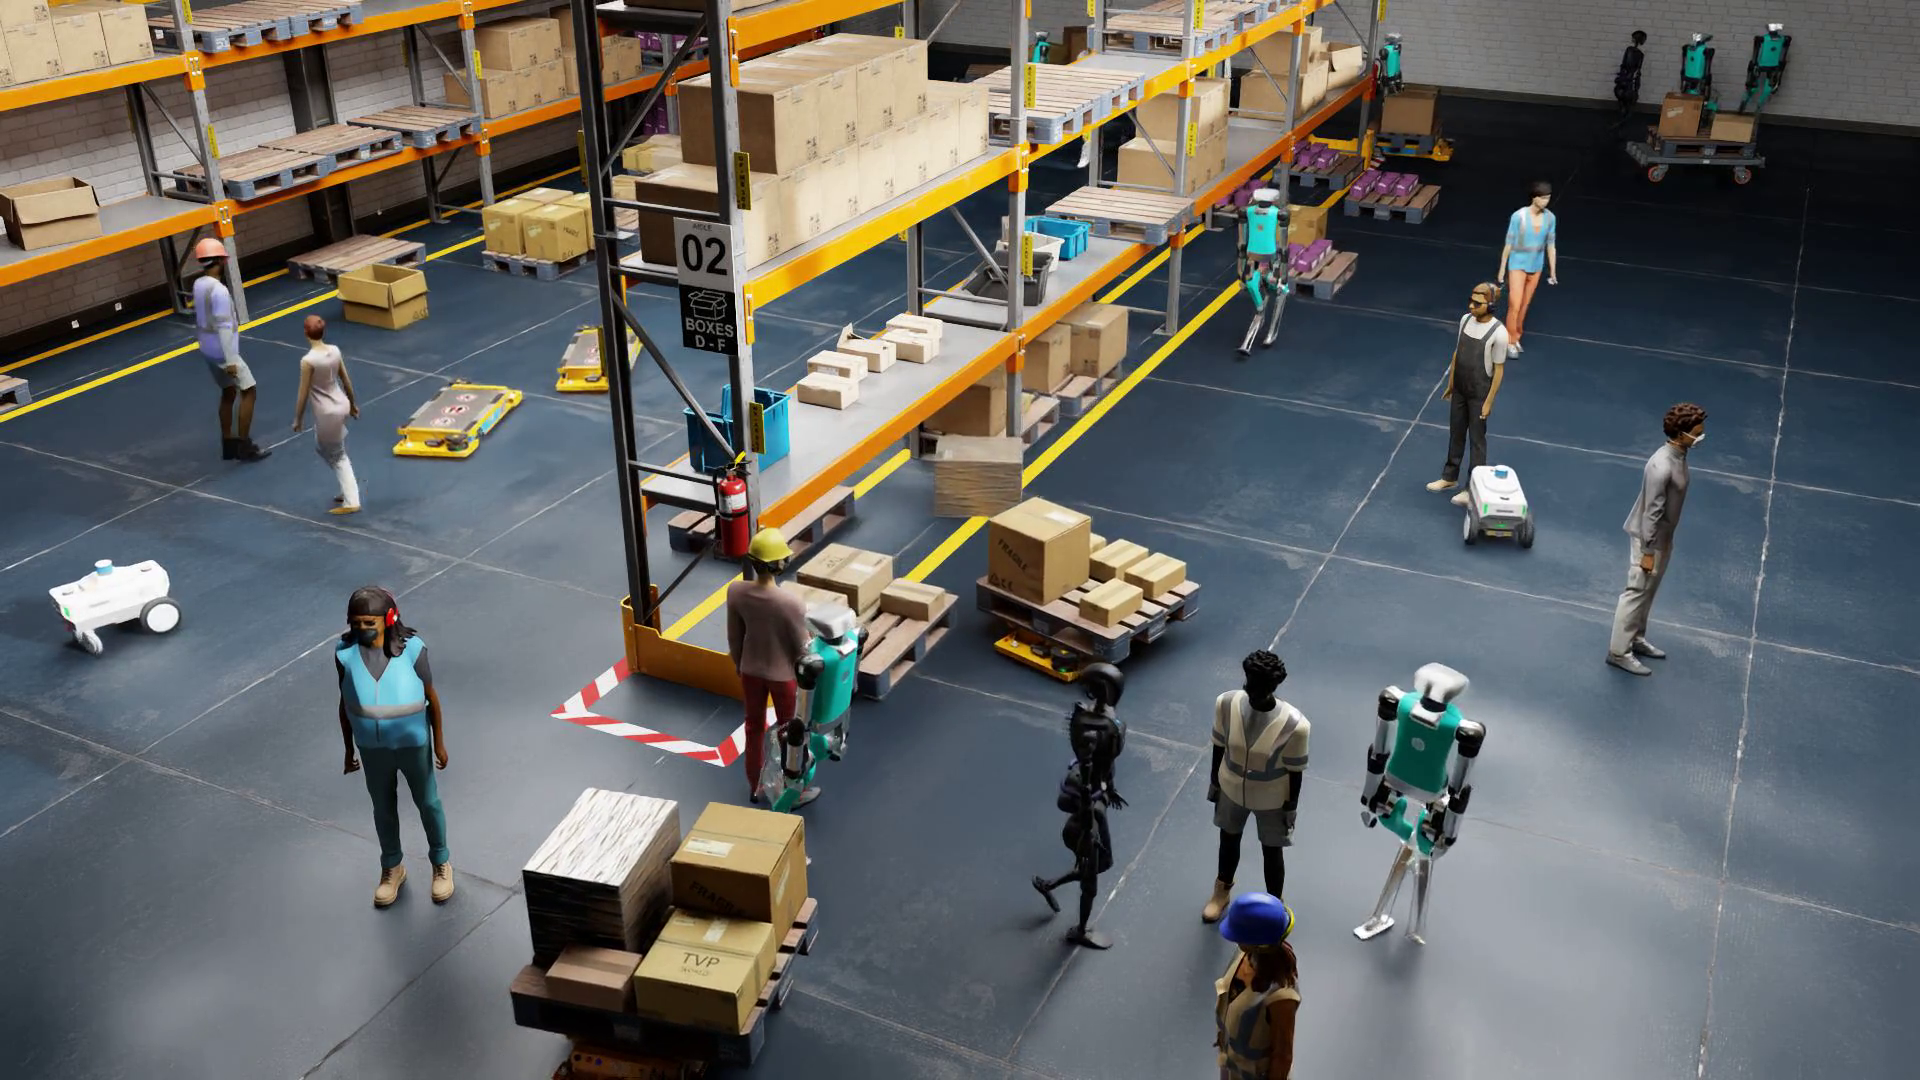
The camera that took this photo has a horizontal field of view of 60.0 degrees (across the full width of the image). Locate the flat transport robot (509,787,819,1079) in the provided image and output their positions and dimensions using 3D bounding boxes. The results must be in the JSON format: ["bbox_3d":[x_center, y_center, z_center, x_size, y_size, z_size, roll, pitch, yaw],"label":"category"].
[{"bbox_3d":[-1.434,2.271,8.191,0.659,0.231,1.431,7,27,13],"label":"flat transport robot"}]

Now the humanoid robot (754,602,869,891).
[{"bbox_3d":[-0.902,1.111,8.961,0.817,1.828,0.538,15,30,28],"label":"humanoid robot"}]

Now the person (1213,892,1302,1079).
[{"bbox_3d":[1.166,2.144,6.752,0.322,1.771,0.469,-6,27,-13],"label":"person"}]

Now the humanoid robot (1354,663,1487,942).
[{"bbox_3d":[2.385,1.340,8.453,0.585,1.796,0.708,19,32,34],"label":"humanoid robot"}]

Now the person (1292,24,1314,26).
[{"bbox_3d":[5.123,-7.020,25.176,0.558,1.866,0.397,-24,35,-39],"label":"person"}]

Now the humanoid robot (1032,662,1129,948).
[{"bbox_3d":[0.602,1.340,8.475,0.471,1.645,0.593,7,27,14],"label":"humanoid robot"}]

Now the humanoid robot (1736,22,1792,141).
[{"bbox_3d":[12.112,-6.994,25.308,0.547,1.824,0.887,1,26,3],"label":"humanoid robot"}]

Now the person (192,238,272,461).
[{"bbox_3d":[-6.283,-1.622,14.226,0.501,1.889,0.595,-24,35,-39],"label":"person"}]

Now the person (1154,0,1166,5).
[{"bbox_3d":[3.481,-8.841,28.775,0.502,1.913,0.575,15,30,28],"label":"person"}]

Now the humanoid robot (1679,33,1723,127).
[{"bbox_3d":[10.979,-6.568,24.467,0.975,1.761,0.530,-12,29,-22],"label":"humanoid robot"}]

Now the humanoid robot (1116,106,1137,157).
[{"bbox_3d":[2.497,-6.272,23.859,0.612,1.644,0.391,4,27,9],"label":"humanoid robot"}]

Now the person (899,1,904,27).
[{"bbox_3d":[-0.920,-9.448,30.119,0.364,1.824,0.513,0,26,0],"label":"person"}]

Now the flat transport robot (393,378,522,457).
[{"bbox_3d":[-4.519,-1.105,15.010,0.659,0.231,1.431,3,26,6],"label":"flat transport robot"}]

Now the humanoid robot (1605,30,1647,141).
[{"bbox_3d":[9.960,-6.808,24.950,0.481,1.645,0.609,-3,26,-5],"label":"humanoid robot"}]

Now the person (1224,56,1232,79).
[{"bbox_3d":[3.765,-6.669,24.616,0.650,1.714,0.598,0,26,-1],"label":"person"}]

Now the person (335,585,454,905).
[{"bbox_3d":[-2.987,1.081,8.794,0.540,1.865,0.379,-3,26,-5],"label":"person"}]

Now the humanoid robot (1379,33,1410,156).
[{"bbox_3d":[6.396,-6.339,24.052,0.755,1.886,0.531,19,32,34],"label":"humanoid robot"}]

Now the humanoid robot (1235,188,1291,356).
[{"bbox_3d":[3.042,-2.672,16.524,0.547,1.734,1.042,13,29,24],"label":"humanoid robot"}]

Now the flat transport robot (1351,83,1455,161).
[{"bbox_3d":[6.508,-5.789,24.471,1.431,0.231,0.659,10,28,19],"label":"flat transport robot"}]

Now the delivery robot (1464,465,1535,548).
[{"bbox_3d":[4.212,-0.281,13.039,0.499,0.608,0.811,4,27,7],"label":"delivery robot"}]

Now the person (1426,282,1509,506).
[{"bbox_3d":[4.116,-1.185,13.396,0.346,1.846,0.507,-14,29,-25],"label":"person"}]

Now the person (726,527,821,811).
[{"bbox_3d":[-1.080,0.747,9.584,0.525,1.765,0.327,11,29,22],"label":"person"}]

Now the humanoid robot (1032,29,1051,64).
[{"bbox_3d":[0.856,-6.564,24.455,0.943,1.809,0.556,-2,26,-4],"label":"humanoid robot"}]

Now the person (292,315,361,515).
[{"bbox_3d":[-5.046,-0.982,13.212,0.416,1.643,0.398,2,26,4],"label":"person"}]

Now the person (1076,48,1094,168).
[{"bbox_3d":[1.901,-6.275,23.656,0.680,1.873,0.676,19,32,33],"label":"person"}]

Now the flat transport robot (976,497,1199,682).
[{"bbox_3d":[0.947,0.551,11.665,0.659,0.231,1.431,22,34,37],"label":"flat transport robot"}]

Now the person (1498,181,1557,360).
[{"bbox_3d":[5.660,-2.653,16.457,0.538,1.751,0.616,-4,27,-9],"label":"person"}]

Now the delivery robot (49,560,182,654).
[{"bbox_3d":[-5.882,0.420,11.599,0.756,0.587,0.525,-22,34,-37],"label":"delivery robot"}]

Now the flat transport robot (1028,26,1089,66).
[{"bbox_3d":[1.875,-8.135,29.211,1.431,0.231,0.659,21,33,36],"label":"flat transport robot"}]

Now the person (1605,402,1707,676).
[{"bbox_3d":[4.587,-0.021,10.996,0.403,1.892,0.536,18,31,32],"label":"person"}]

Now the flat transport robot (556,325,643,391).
[{"bbox_3d":[-3.537,-1.797,16.408,0.659,0.231,1.431,-1,26,-2],"label":"flat transport robot"}]

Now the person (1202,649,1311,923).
[{"bbox_3d":[1.516,1.297,8.557,0.531,1.690,0.322,16,30,29],"label":"person"}]
